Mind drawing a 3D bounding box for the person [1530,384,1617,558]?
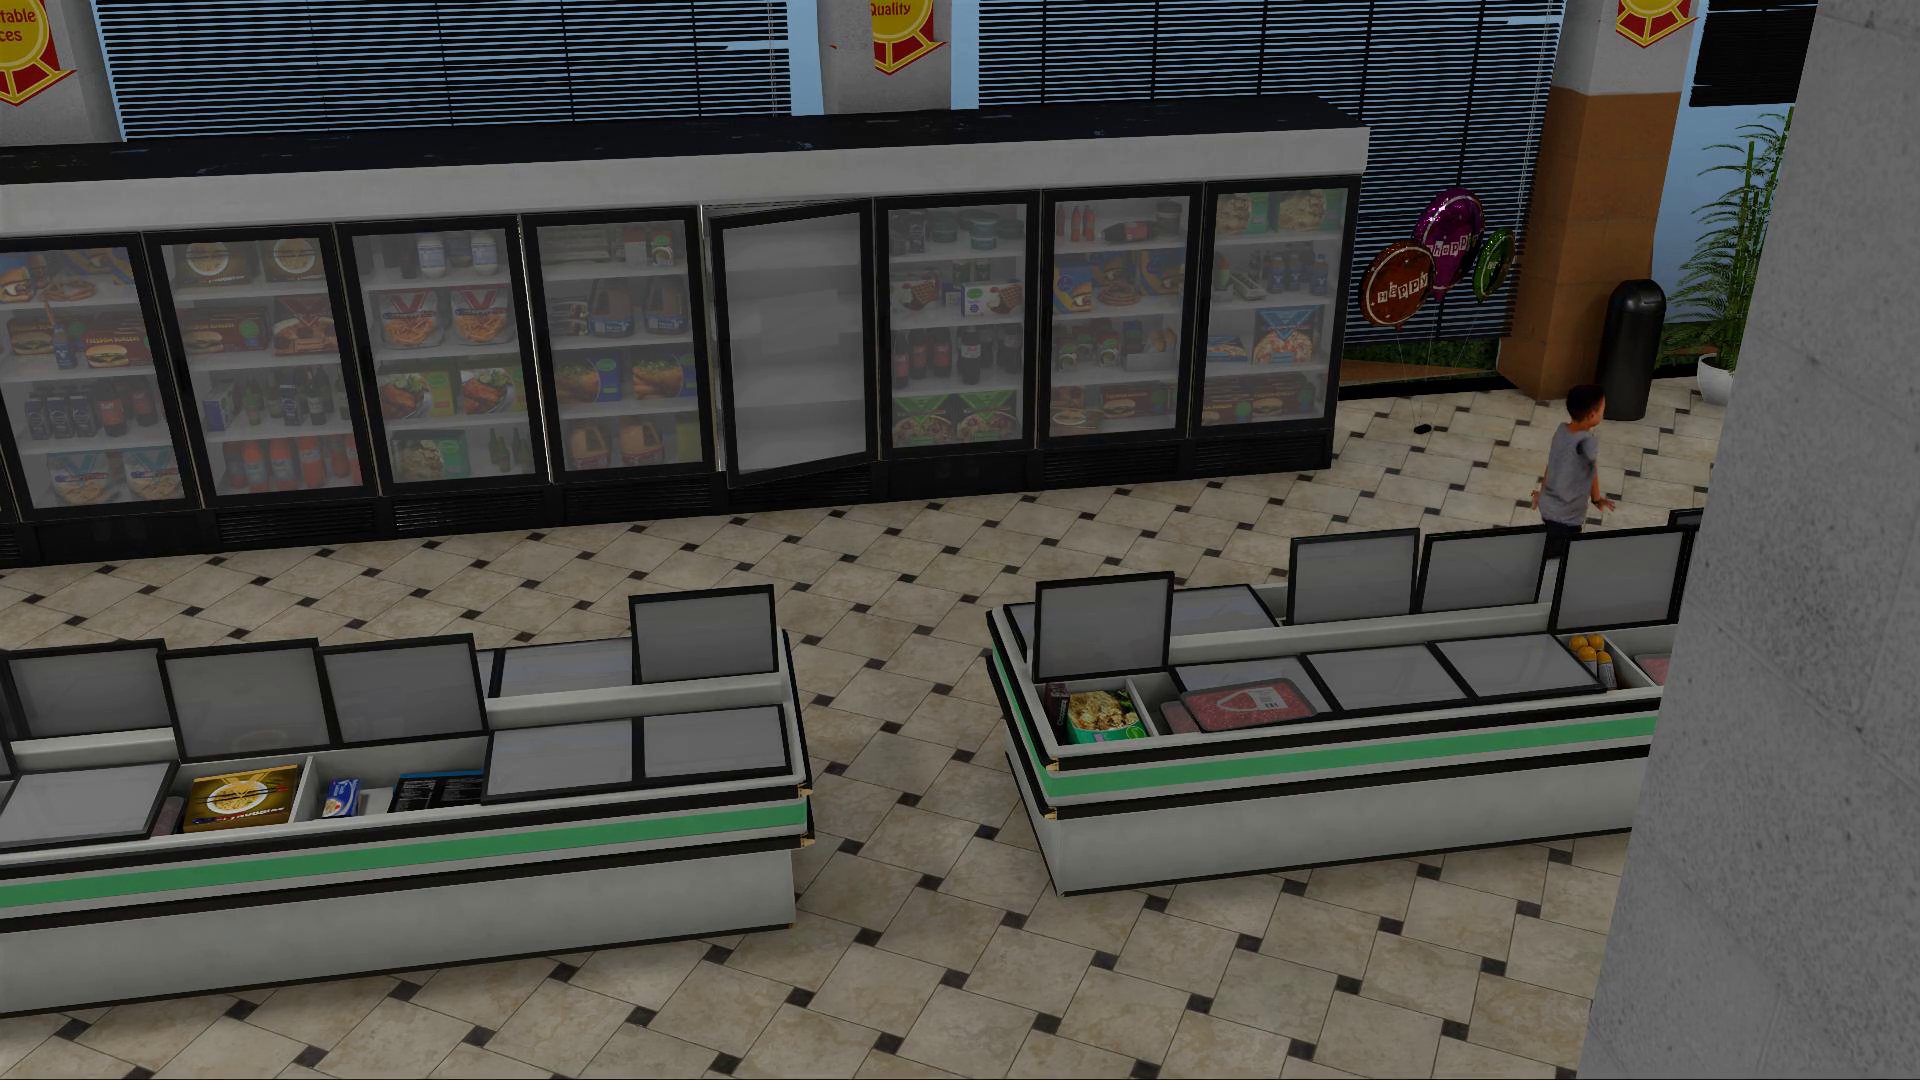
[{"bbox_3d":[3.238,-0.191,9.064,0.972,1.422,0.553,-6,28,-13],"label":"person"}]
